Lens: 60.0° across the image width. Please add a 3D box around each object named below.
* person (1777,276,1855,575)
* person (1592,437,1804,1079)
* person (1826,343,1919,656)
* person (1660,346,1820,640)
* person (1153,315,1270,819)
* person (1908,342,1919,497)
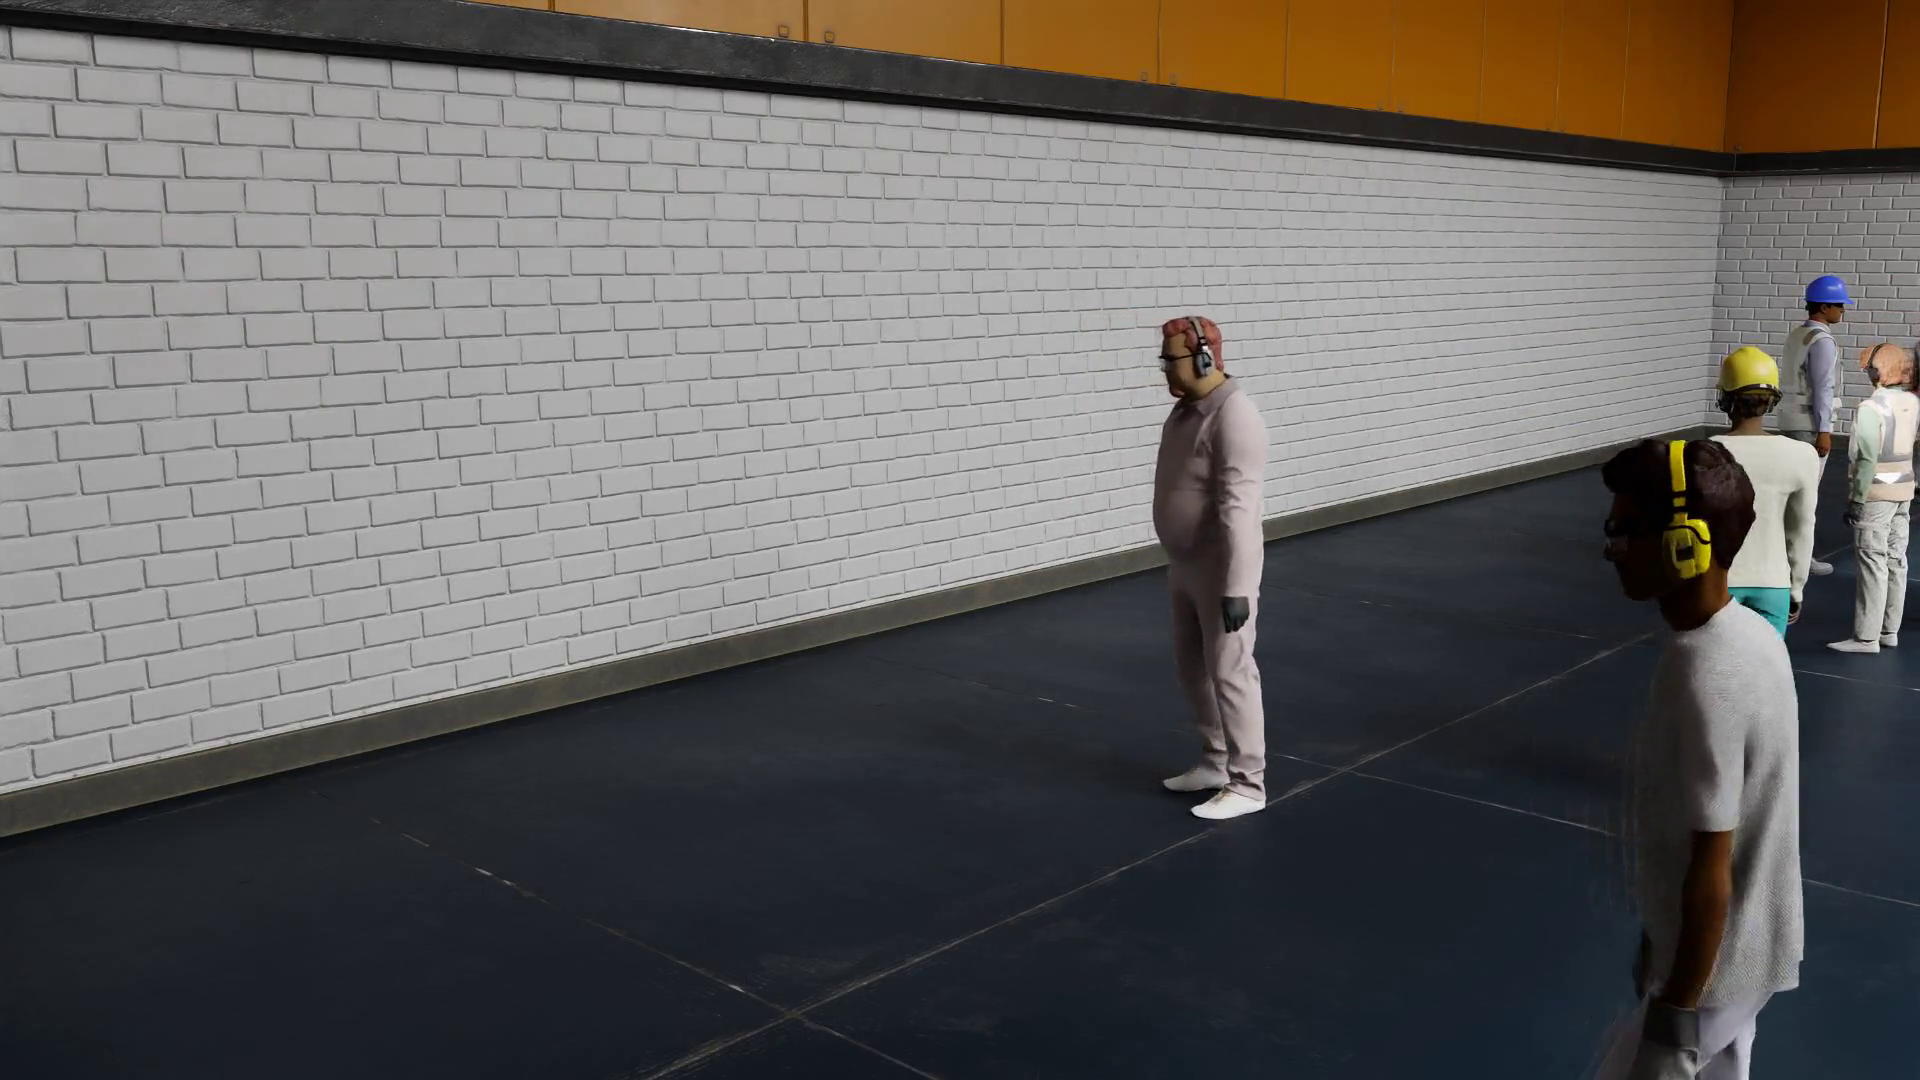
[{"bbox_3d":[5.597,-0.757,10.954,0.405,1.945,0.615,1,10,7],"label":"person"},{"bbox_3d":[1.202,0.724,2.901,0.664,1.840,0.617,5,11,28],"label":"person"},{"bbox_3d":[4.816,-0.209,8.719,0.514,1.637,0.314,-7,12,-35],"label":"person"},{"bbox_3d":[2.870,0.173,6.169,0.525,1.772,0.307,1,10,6],"label":"person"},{"bbox_3d":[0.932,0.105,6.249,0.417,1.886,0.679,-3,10,-14],"label":"person"},{"bbox_3d":[8.171,-1.103,13.841,0.385,1.623,0.537,-4,11,-23],"label":"person"}]
